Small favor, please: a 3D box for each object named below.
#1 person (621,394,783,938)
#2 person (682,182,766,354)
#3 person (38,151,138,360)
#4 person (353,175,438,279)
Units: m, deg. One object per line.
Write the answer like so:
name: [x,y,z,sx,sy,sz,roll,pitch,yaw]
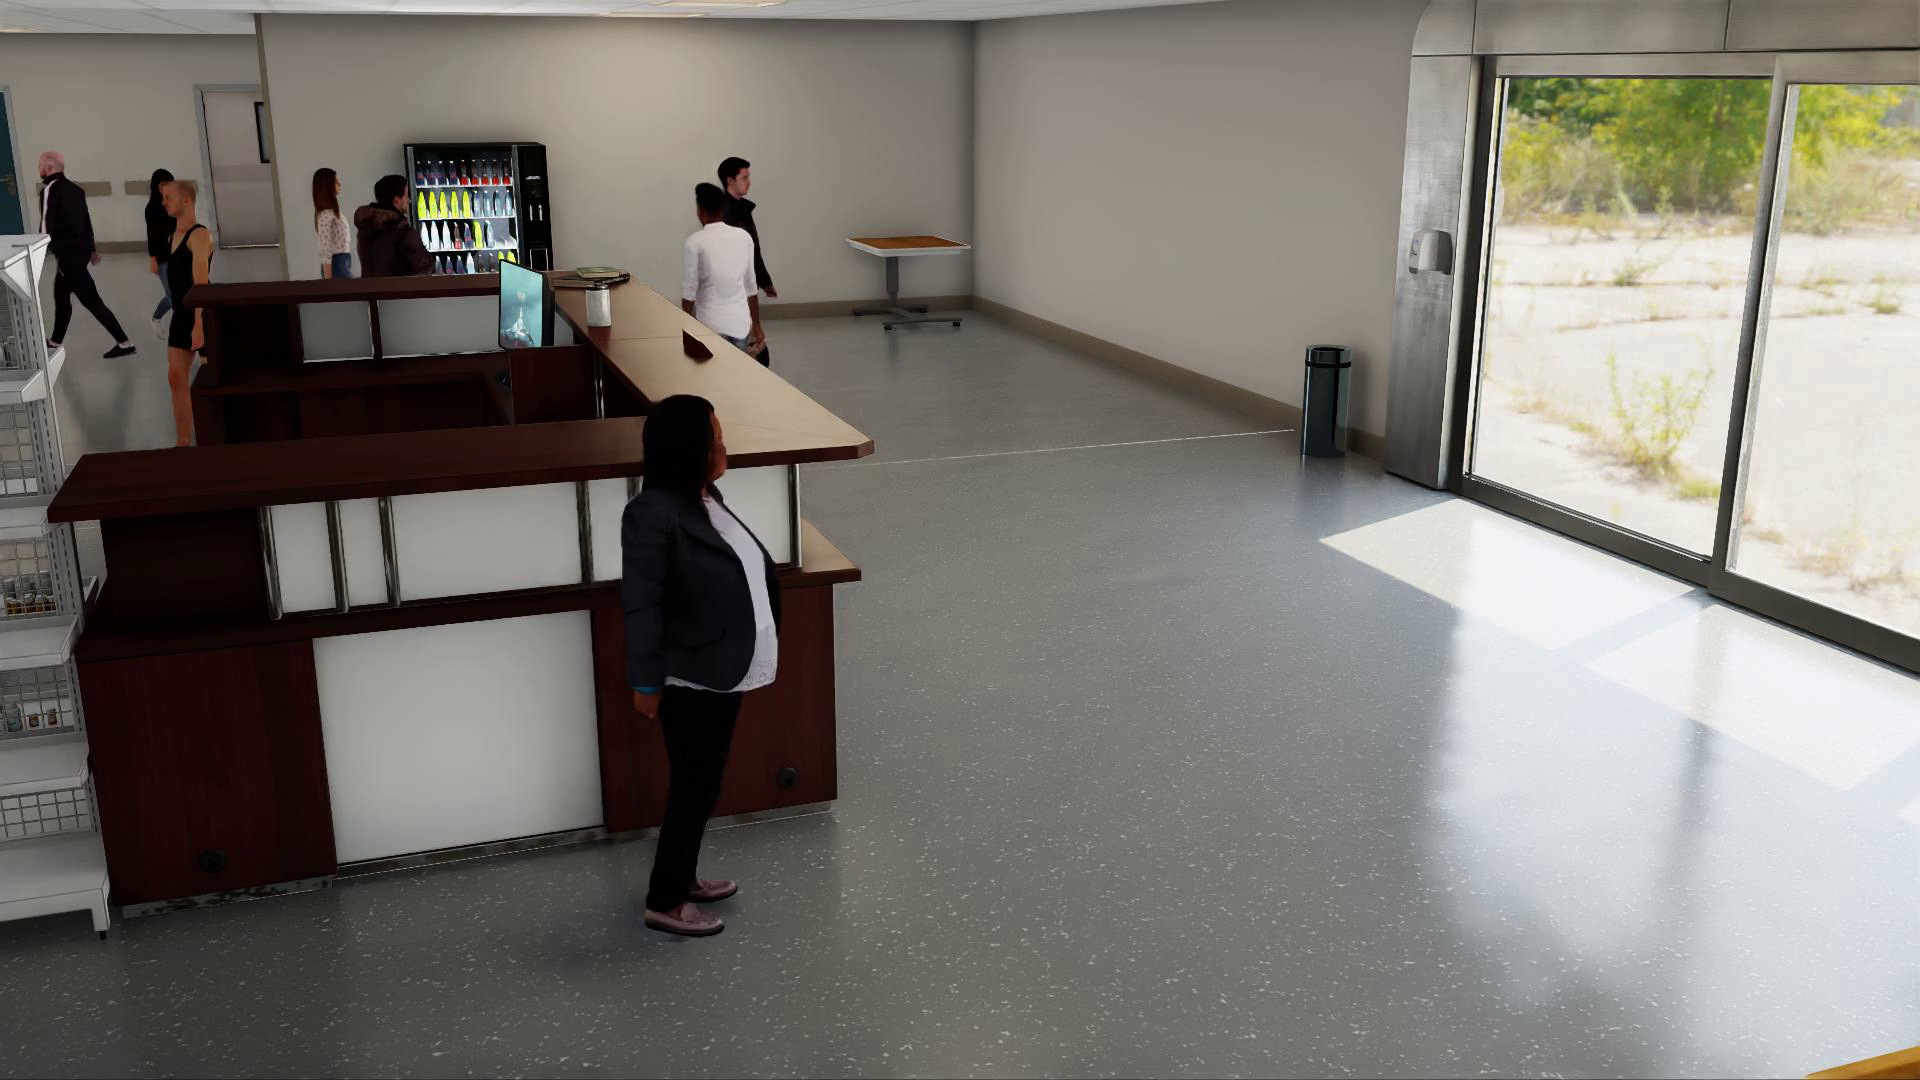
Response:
person: [-0.819,0.378,4.901,0.845,1.579,0.843,6,17,20]
person: [-1.510,-1.379,10.805,1.164,1.757,0.892,-9,18,-30]
person: [-7.594,-2.412,14.424,1.285,1.782,0.890,-1,16,-3]
person: [-3.766,-1.449,10.938,1.071,1.819,0.964,-15,21,-42]
